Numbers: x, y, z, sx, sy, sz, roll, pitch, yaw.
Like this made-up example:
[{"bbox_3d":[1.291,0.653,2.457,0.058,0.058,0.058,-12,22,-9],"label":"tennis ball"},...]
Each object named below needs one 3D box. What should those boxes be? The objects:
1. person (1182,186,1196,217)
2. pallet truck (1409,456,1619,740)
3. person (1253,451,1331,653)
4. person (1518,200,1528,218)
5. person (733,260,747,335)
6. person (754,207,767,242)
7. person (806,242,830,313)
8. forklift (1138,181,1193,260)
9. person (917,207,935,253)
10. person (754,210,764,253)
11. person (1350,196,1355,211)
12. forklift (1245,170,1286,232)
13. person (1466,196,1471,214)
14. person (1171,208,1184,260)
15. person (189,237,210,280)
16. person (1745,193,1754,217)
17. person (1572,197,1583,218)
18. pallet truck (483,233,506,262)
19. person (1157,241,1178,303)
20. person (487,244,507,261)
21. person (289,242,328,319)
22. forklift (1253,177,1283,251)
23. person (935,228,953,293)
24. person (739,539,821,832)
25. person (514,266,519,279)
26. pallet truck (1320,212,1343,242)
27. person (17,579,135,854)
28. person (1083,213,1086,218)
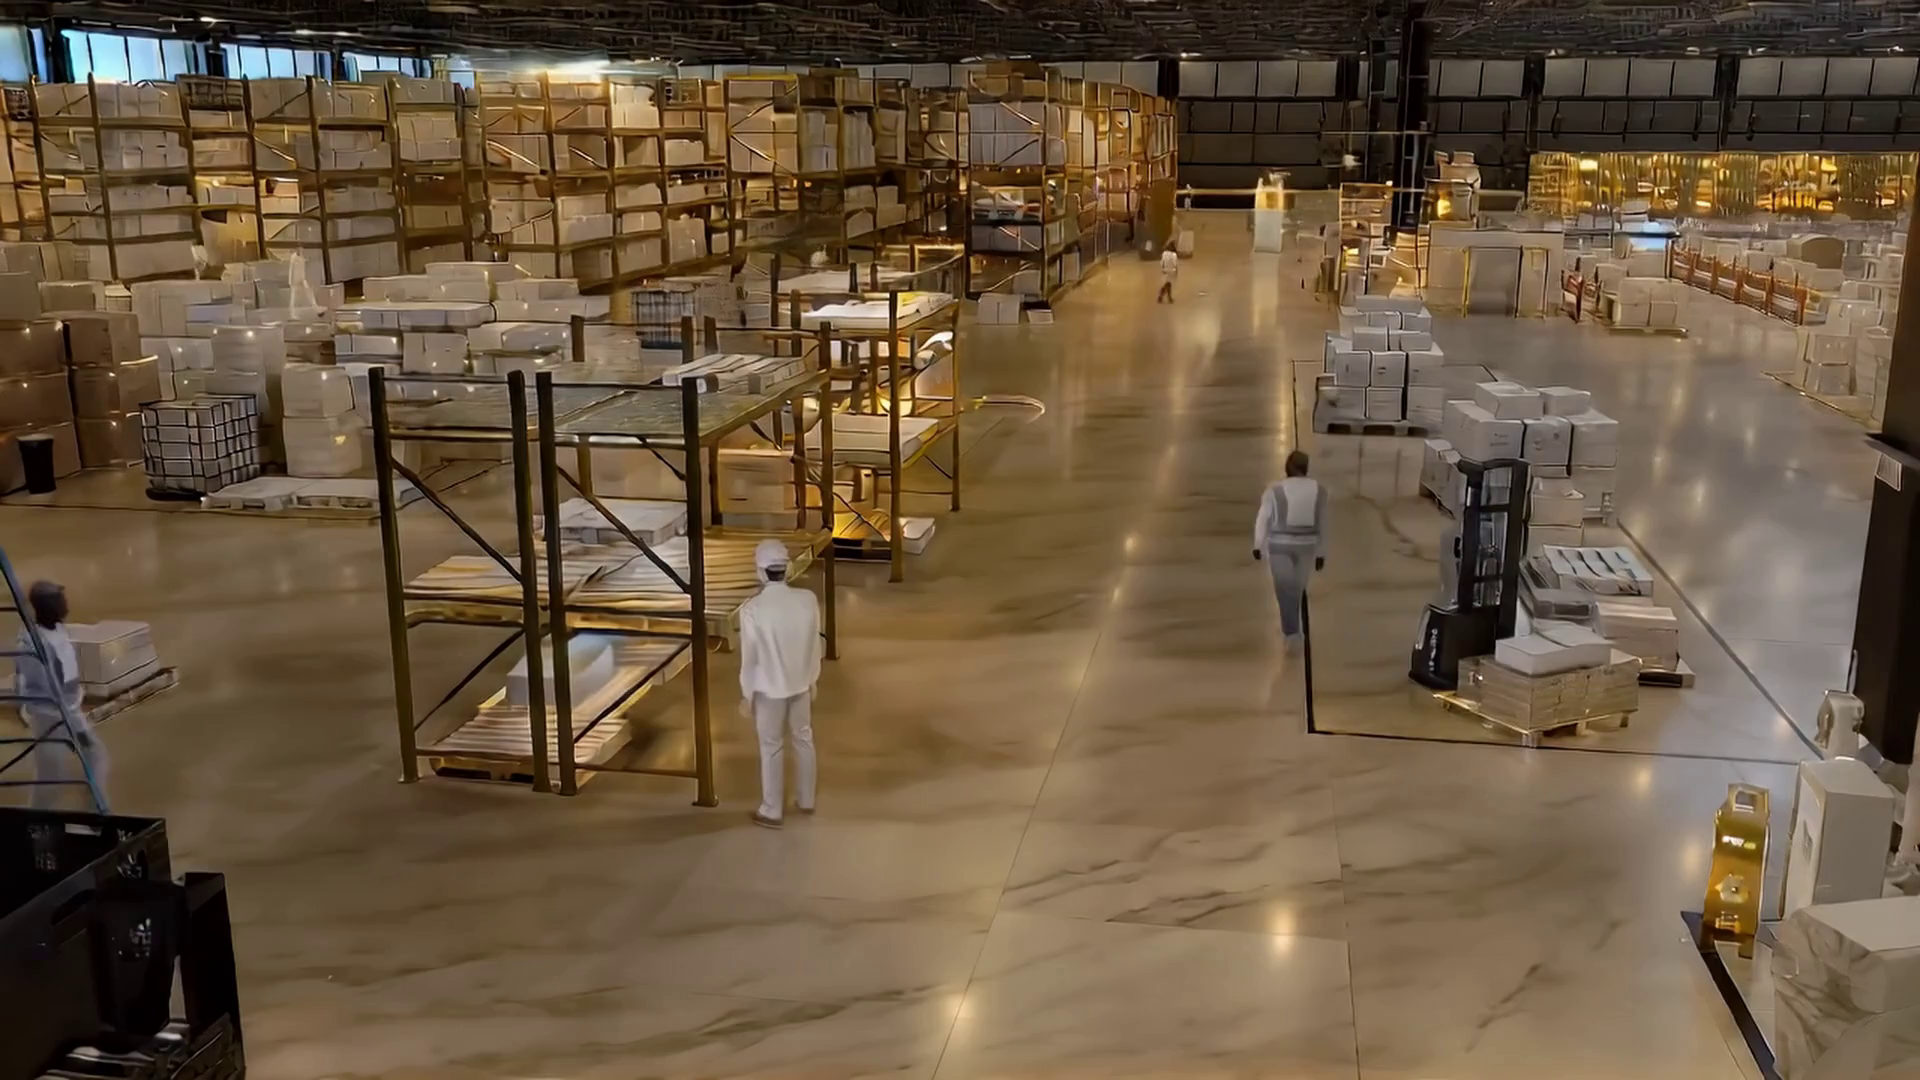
[{"bbox_3d":[12.466,-18.421,90.432,0.850,1.694,0.579,13,19,42],"label":"person"},{"bbox_3d":[4.504,0.400,13.395,0.823,1.965,1.885,-6,15,-23],"label":"pallet truck"},{"bbox_3d":[3.023,0.099,15.040,0.624,1.805,0.920,-2,14,-8],"label":"person"},{"bbox_3d":[22.221,-12.439,65.644,0.545,1.933,0.615,1,14,3],"label":"person"},{"bbox_3d":[-5.071,-5.578,38.286,0.318,1.697,0.536,0,14,0],"label":"person"},{"bbox_3d":[-7.778,-12.088,64.674,0.915,1.719,0.559,6,15,22],"label":"person"},{"bbox_3d":[-3.502,-6.495,41.618,0.687,1.882,0.654,-13,19,-41],"label":"person"},{"bbox_3d":[7.449,-11.551,60.102,1.873,2.768,1.129,-1,14,-4],"label":"forklift"},{"bbox_3d":[-1.441,-11.800,63.366,0.987,1.792,0.585,4,15,17],"label":"person"},{"bbox_3d":[-7.667,-11.802,63.702,0.589,1.609,0.532,3,14,11],"label":"person"},{"bbox_3d":[20.654,-17.762,87.684,0.485,1.735,0.346,-11,18,-38],"label":"person"},{"bbox_3d":[14.188,-15.680,76.866,1.873,2.768,1.129,2,14,10],"label":"forklift"},{"bbox_3d":[22.116,-14.207,73.041,0.591,1.833,0.403,5,15,19],"label":"person"},{"bbox_3d":[7.712,-11.010,60.025,0.764,1.861,0.800,10,17,34],"label":"person"},{"bbox_3d":[-22.084,-7.965,48.171,0.515,1.607,0.794,5,15,19],"label":"person"},{"bbox_3d":[37.331,-15.563,78.676,0.657,1.777,0.754,-10,17,-35],"label":"person"},{"bbox_3d":[26.831,-14.020,72.358,0.591,1.806,0.866,-9,17,-33],"label":"person"},{"bbox_3d":[-11.832,-7.026,43.548,1.885,1.965,0.823,8,16,28],"label":"pallet truck"},{"bbox_3d":[5.626,-7.283,45.272,0.769,1.670,0.535,-10,17,-36],"label":"person"},{"bbox_3d":[-13.009,-7.779,46.717,0.637,1.939,0.705,2,14,7],"label":"person"},{"bbox_3d":[-16.343,-6.452,41.422,0.997,1.887,0.661,0,14,0],"label":"person"},{"bbox_3d":[12.083,-12.747,64.956,1.129,2.768,1.873,3,14,10],"label":"forklift"},{"bbox_3d":[-0.441,-7.915,47.310,0.571,1.923,0.639,1,14,5],"label":"person"},{"bbox_3d":[-1.205,0.965,11.118,0.608,1.990,0.385,-10,17,-36],"label":"person"},{"bbox_3d":[-9.200,-4.706,34.336,0.738,1.890,0.620,11,18,39],"label":"person"},{"bbox_3d":[15.874,-13.227,70.310,0.680,1.201,1.601,10,17,35],"label":"pallet truck"},{"bbox_3d":[-5.726,1.140,10.679,0.745,1.854,0.585,-1,14,-6],"label":"person"},{"bbox_3d":[5.785,-15.447,77.925,0.409,1.909,0.642,-9,16,-32],"label":"person"}]
